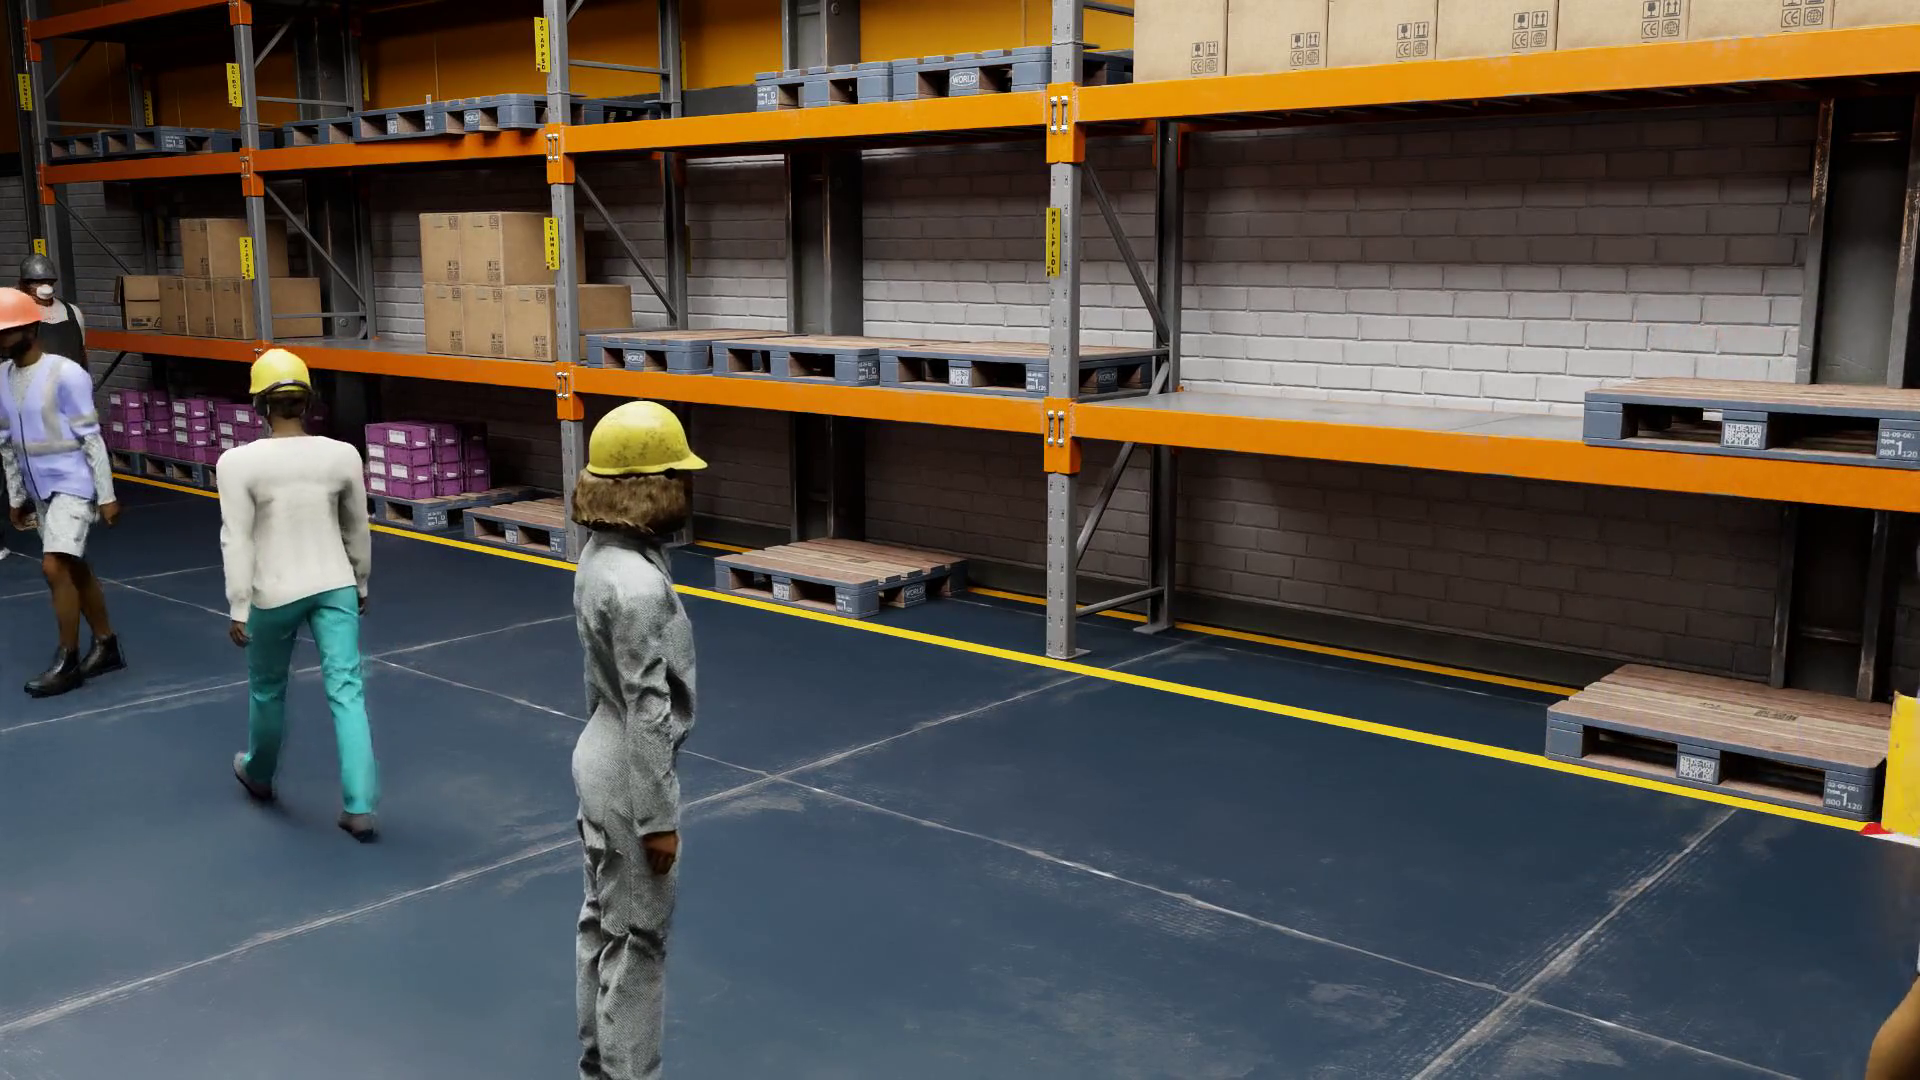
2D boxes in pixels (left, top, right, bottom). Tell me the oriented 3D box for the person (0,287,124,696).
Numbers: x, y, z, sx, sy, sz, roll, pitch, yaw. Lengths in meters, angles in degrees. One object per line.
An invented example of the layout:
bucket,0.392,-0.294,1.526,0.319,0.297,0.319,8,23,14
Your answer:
person,-4.289,-0.226,7.806,0.569,1.891,0.718,5,11,24

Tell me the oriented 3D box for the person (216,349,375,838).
person,-2.387,0.177,5.994,0.555,1.714,0.930,-8,13,-40

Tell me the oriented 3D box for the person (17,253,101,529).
person,-6.779,-1.113,12.417,0.538,2.000,0.687,6,12,32

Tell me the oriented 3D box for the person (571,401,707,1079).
person,-0.711,0.558,3.753,0.315,1.743,0.487,-4,11,-22

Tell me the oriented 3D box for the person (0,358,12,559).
person,-6.447,-0.760,10.823,0.609,1.897,0.810,-5,11,-25

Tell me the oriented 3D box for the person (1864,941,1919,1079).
person,2.161,0.548,3.094,0.626,1.990,0.995,-5,11,-26
